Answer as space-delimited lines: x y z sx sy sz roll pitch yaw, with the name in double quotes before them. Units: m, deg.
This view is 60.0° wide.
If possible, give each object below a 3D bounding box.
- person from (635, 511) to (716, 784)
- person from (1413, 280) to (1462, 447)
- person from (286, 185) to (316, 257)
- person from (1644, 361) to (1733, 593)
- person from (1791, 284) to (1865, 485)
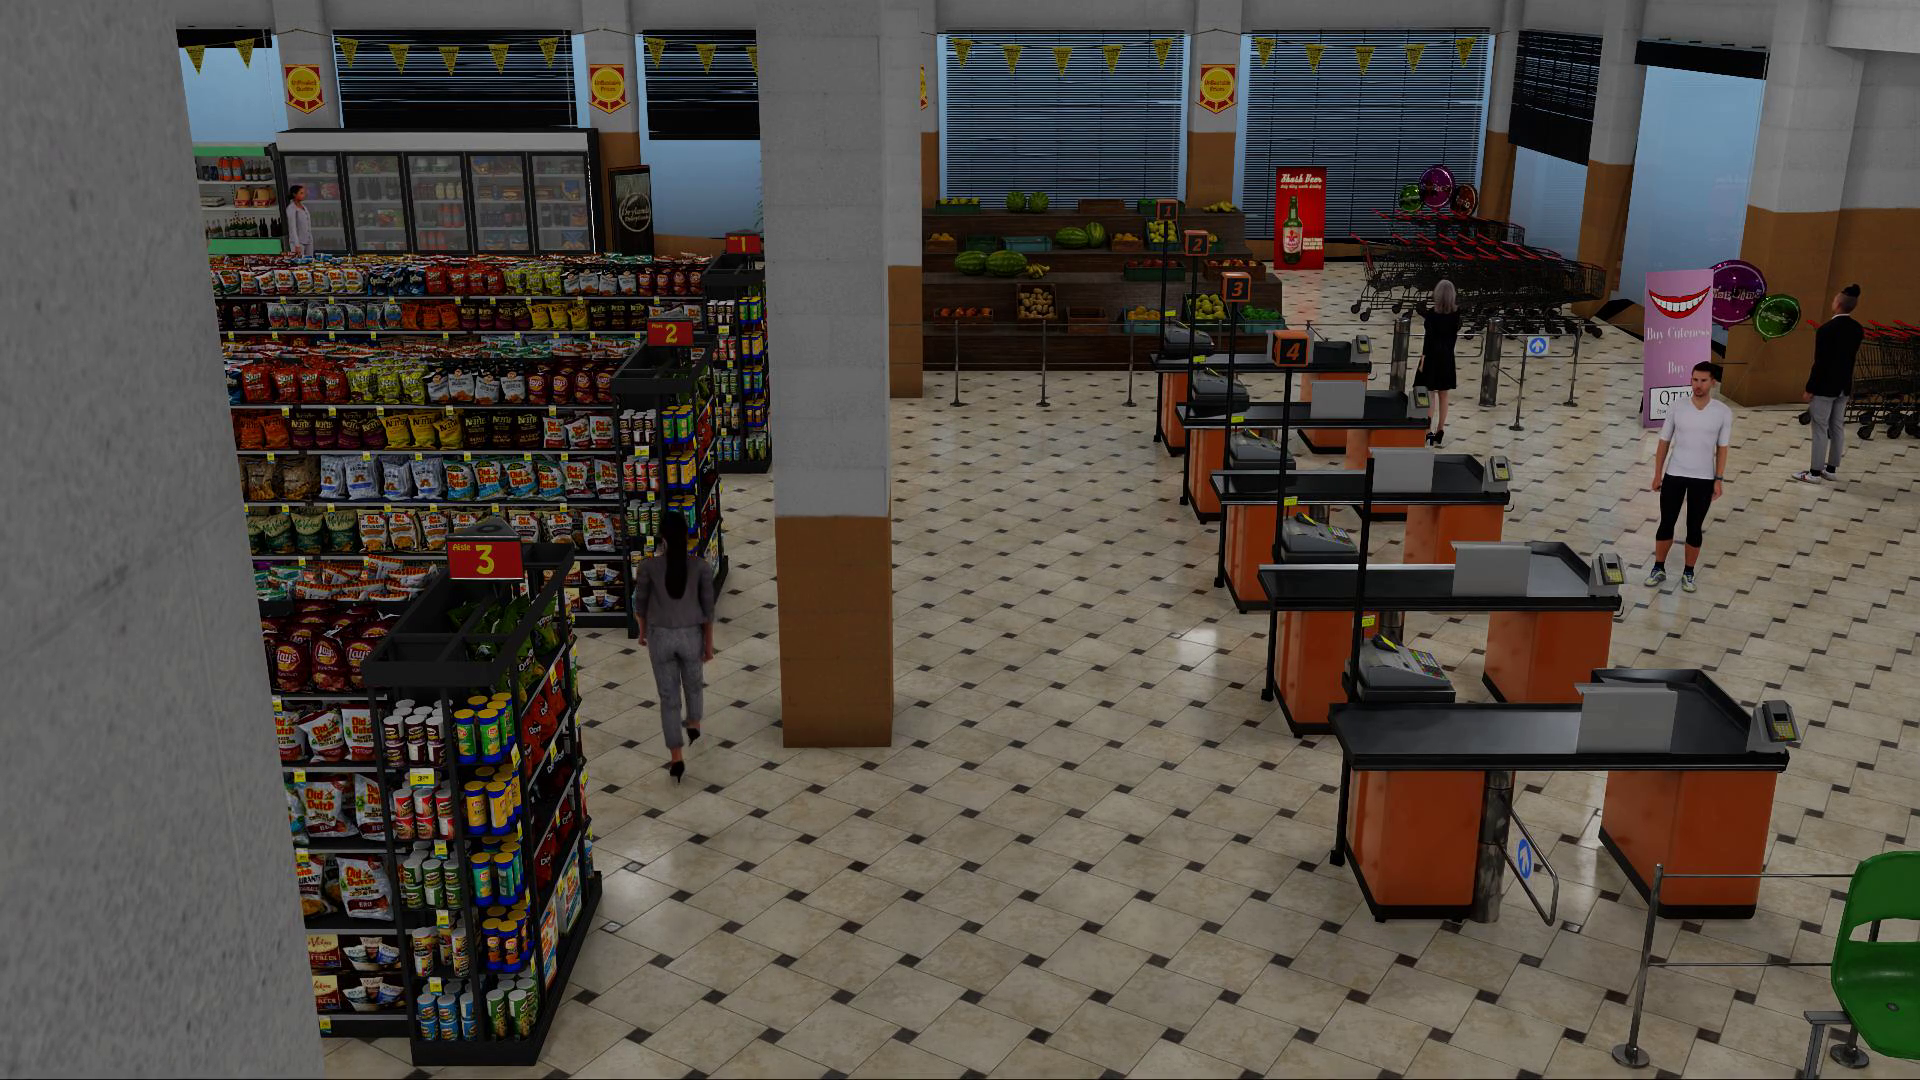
"person" -1.713 0.680 10.058 0.941 1.642 0.806 -4 19 -13
"person" 5.011 -1.867 17.448 0.627 1.747 0.739 -8 20 -22
"person" -10.084 -4.550 25.424 0.613 1.735 0.663 3 19 10
"person" 5.830 -0.520 13.290 0.667 1.851 0.815 9 21 25
"person" 8.445 -1.515 16.090 0.684 1.948 0.845 -7 20 -20
